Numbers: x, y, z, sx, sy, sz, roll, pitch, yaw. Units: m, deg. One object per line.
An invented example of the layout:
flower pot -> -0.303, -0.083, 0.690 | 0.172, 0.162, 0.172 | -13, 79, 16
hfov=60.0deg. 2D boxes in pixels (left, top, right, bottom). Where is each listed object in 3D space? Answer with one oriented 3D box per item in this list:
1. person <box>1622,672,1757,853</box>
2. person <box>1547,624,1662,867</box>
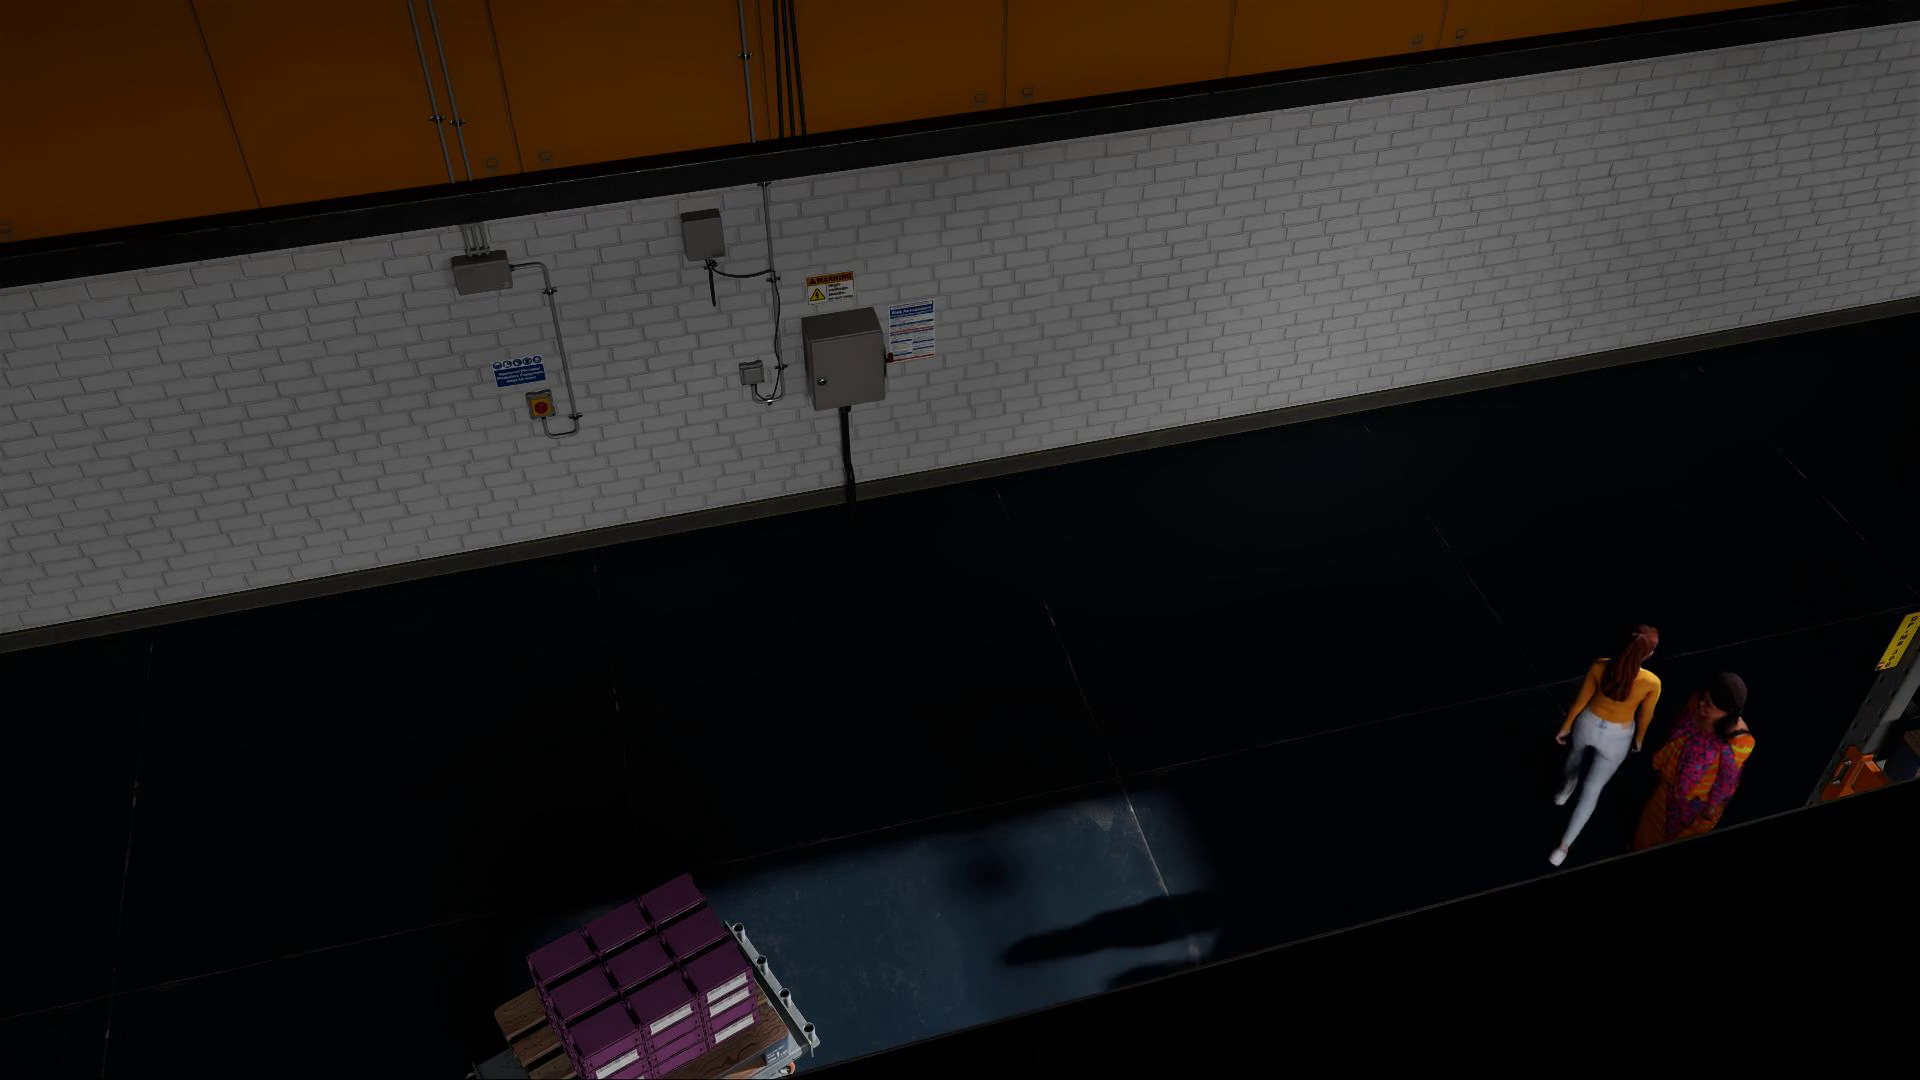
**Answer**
person -> 4.192, 1.336, 9.487 | 0.761, 1.653, 0.564 | -13, 45, -13
person -> 3.686, 1.194, 9.587 | 1.086, 1.720, 1.145 | 22, 48, 21
